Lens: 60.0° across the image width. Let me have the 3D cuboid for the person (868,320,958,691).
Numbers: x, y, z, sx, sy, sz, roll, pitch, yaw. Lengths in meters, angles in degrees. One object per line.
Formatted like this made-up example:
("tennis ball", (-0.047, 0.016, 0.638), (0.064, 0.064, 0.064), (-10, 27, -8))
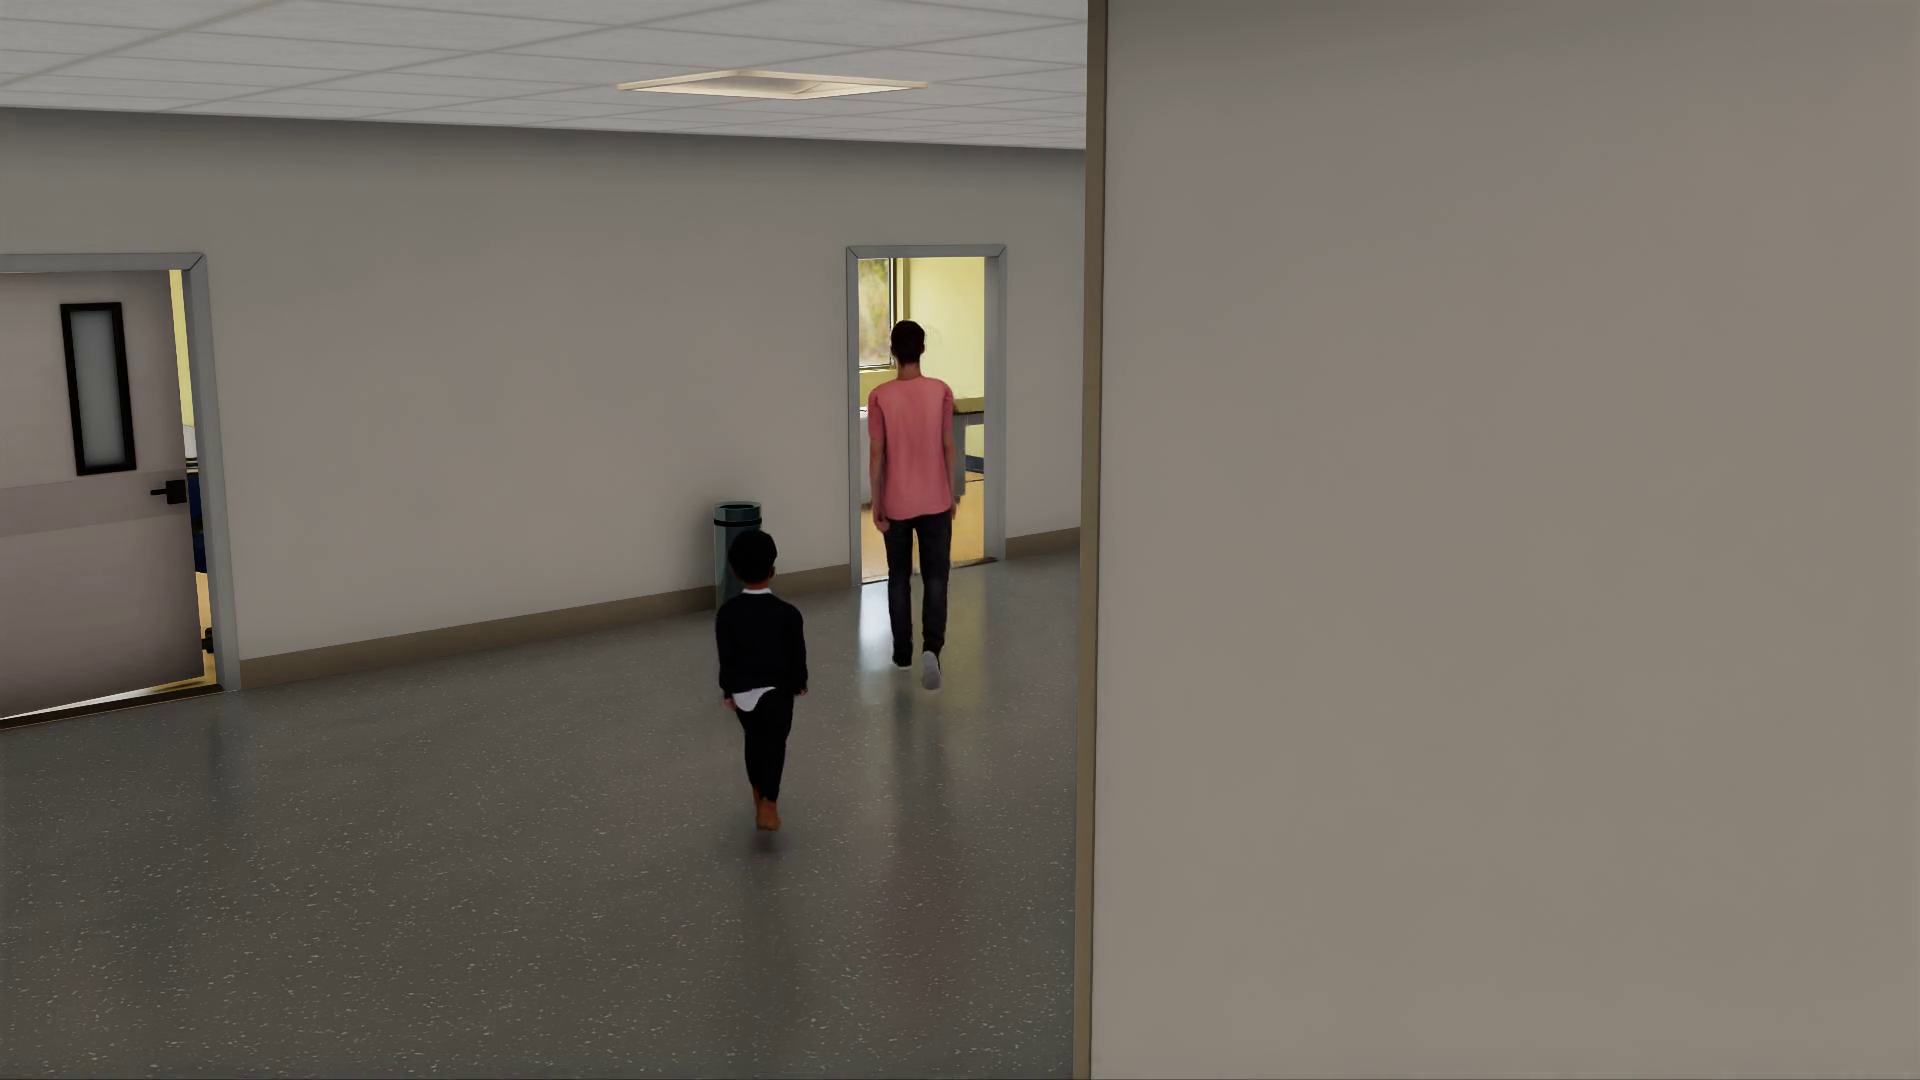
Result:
("person", (-0.227, -0.160, 8.785), (1.180, 1.928, 1.160), (0, 11, -2))

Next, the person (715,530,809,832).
("person", (-0.797, 0.583, 6.704), (0.825, 1.204, 0.895), (1, 11, 6))
